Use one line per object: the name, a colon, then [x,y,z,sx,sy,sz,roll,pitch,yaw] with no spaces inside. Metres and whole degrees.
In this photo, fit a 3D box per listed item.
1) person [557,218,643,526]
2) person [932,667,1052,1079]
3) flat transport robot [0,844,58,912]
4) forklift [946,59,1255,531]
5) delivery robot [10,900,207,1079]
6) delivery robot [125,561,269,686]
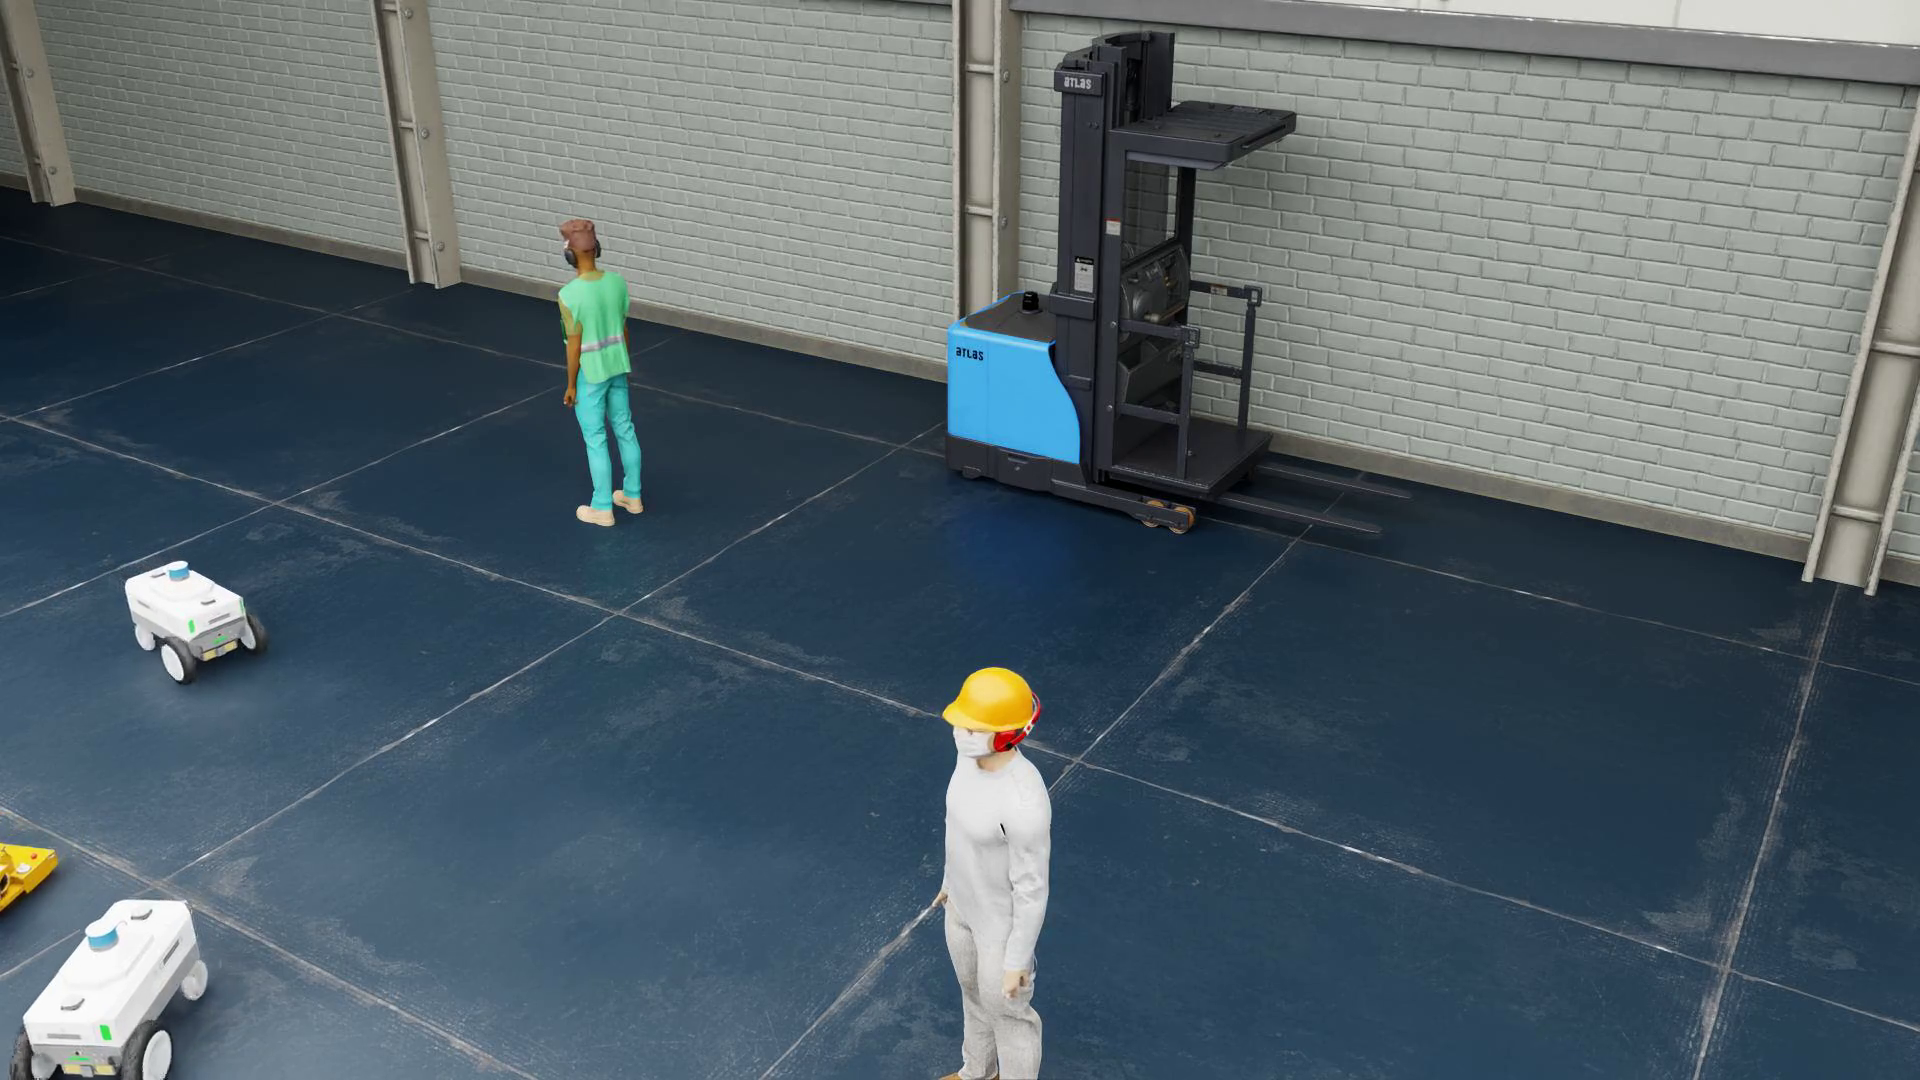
person: [-2.270,-1.041,10.464,0.404,1.981,0.481,20,32,36]
person: [0.101,1.265,5.680,0.352,1.898,0.560,-13,28,-25]
flat transport robot: [-4.451,1.646,6.776,0.659,0.231,1.431,4,26,9]
forklift: [0.933,-1.707,10.833,1.873,2.768,1.129,15,29,28]
delivery robot: [-3.198,1.723,6.294,0.499,0.607,0.808,1,25,2]
delivery robot: [-4.197,0.413,9.063,0.807,0.606,0.499,18,31,34]
